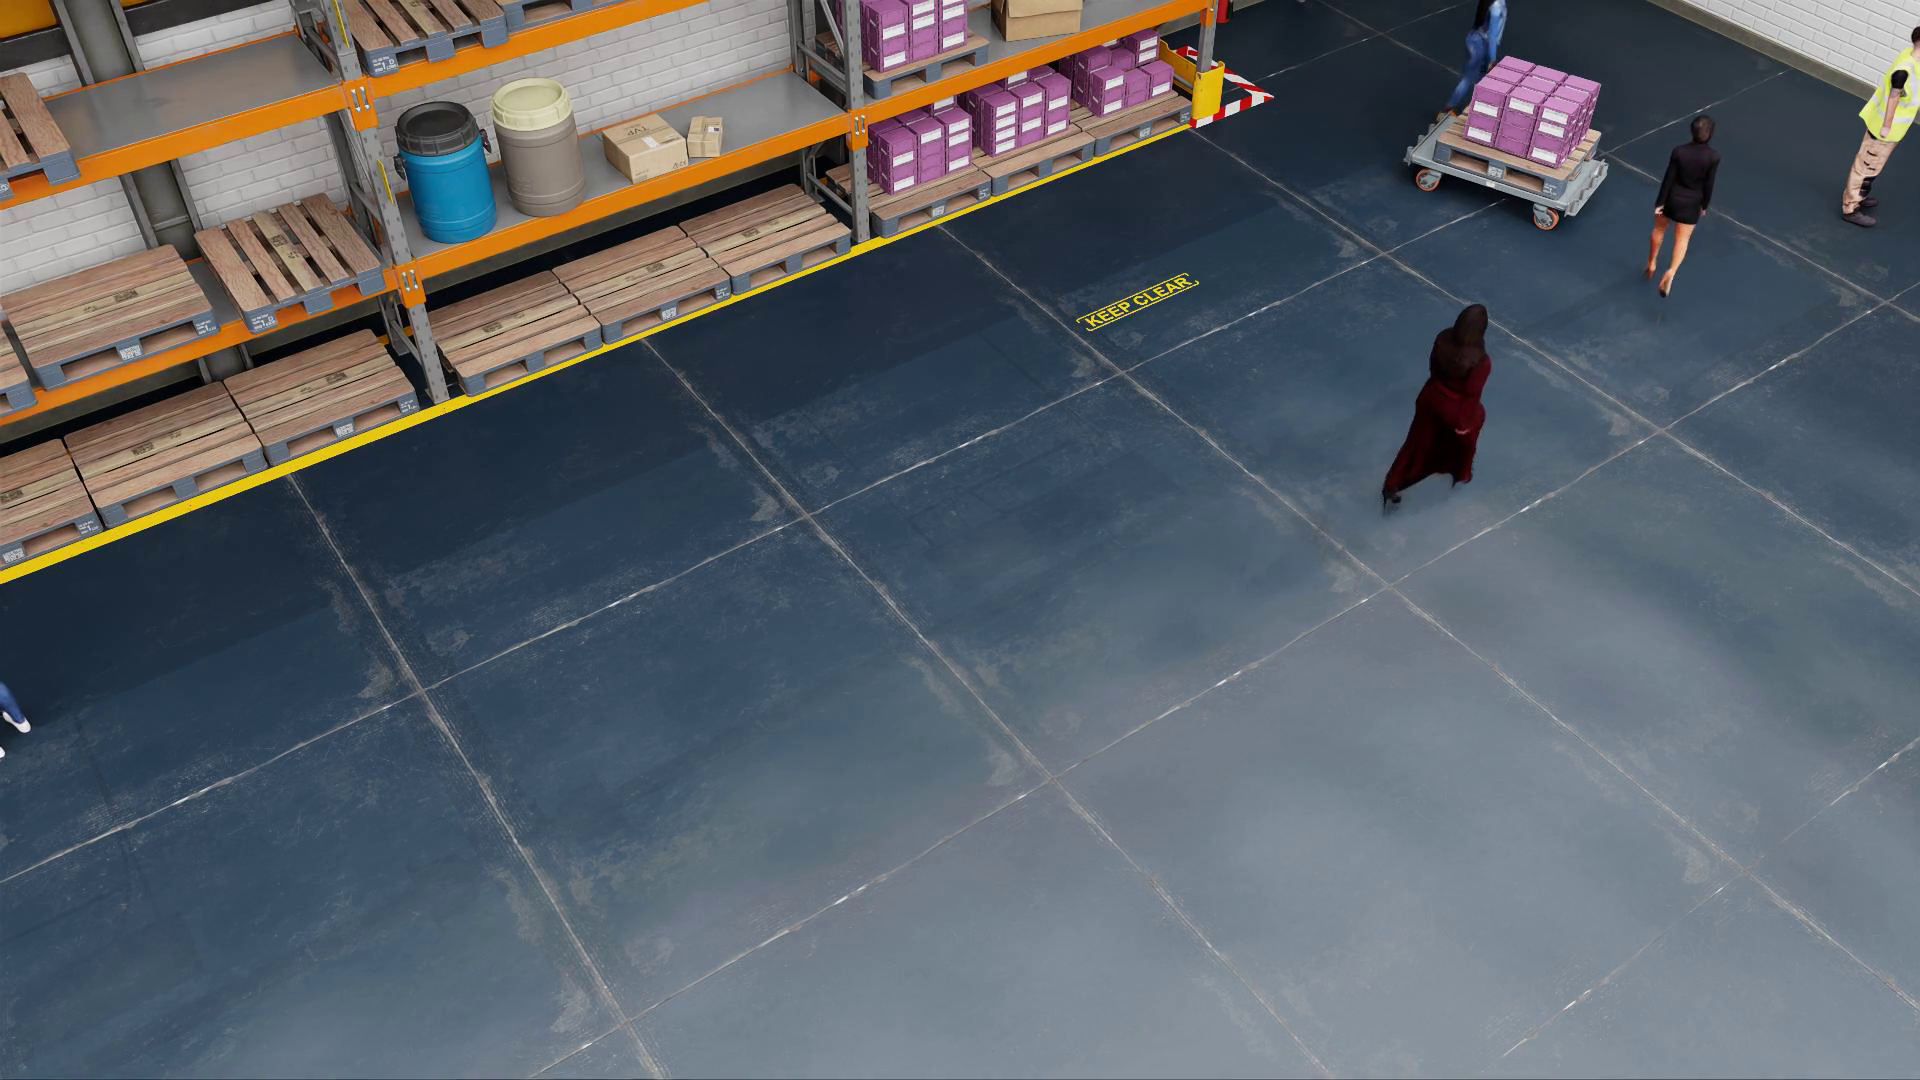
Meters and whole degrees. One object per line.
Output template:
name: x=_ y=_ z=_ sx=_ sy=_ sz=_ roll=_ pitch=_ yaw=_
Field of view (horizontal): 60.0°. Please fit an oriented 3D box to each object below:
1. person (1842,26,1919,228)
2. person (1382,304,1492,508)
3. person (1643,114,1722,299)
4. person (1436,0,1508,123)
person: x=8.207 y=-3.692 z=14.677 sx=0.886 sy=1.847 sz=0.806 roll=21 pitch=47 yaw=20
person: x=3.402 y=-0.901 z=11.841 sx=1.042 sy=1.718 sz=0.666 roll=-24 pitch=49 yaw=-23
person: x=6.001 y=-2.739 z=13.843 sx=0.861 sy=1.618 sz=0.998 roll=15 pitch=46 yaw=15
person: x=4.854 y=-4.668 z=15.819 sx=0.982 sy=1.685 sz=0.921 roll=3 pitch=44 yaw=3
